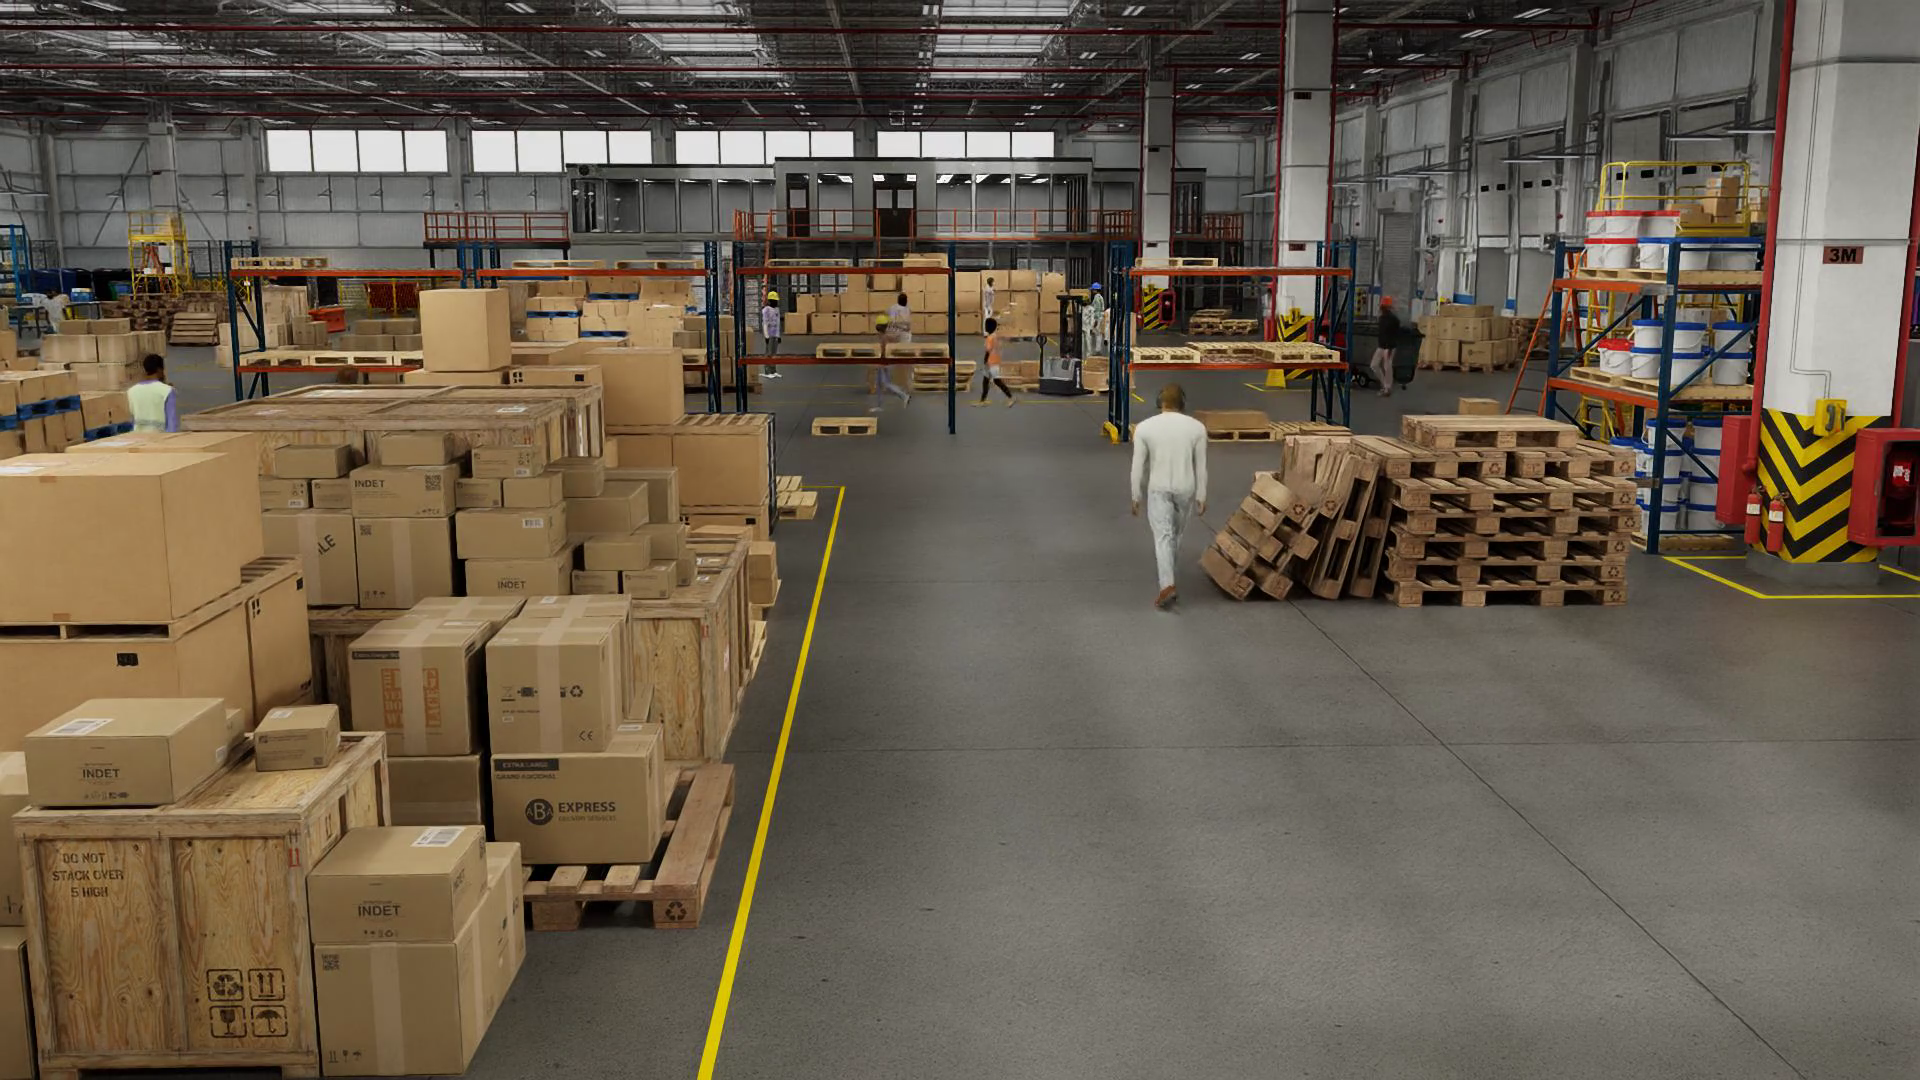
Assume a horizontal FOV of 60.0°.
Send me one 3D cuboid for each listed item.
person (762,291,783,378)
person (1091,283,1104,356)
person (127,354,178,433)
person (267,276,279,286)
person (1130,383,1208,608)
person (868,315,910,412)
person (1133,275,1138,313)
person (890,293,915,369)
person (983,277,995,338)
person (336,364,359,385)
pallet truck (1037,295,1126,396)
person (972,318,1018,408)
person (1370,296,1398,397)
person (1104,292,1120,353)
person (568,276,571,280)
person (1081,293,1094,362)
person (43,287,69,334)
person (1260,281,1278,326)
[{"bbox_3d":[-4.187,-4.586,37.182,0.375,1.929,0.585,5,11,25],"label":"person"},{"bbox_3d":[3.648,-5.868,44.267,0.387,1.948,0.602,1,10,5],"label":"person"},{"bbox_3d":[-8.309,-0.998,17.351,0.609,1.865,0.966,2,10,13],"label":"person"},{"bbox_3d":[-21.254,-7.229,51.588,0.612,2.043,0.374,-2,10,-10],"label":"person"},{"bbox_3d":[1.776,-0.386,14.049,0.654,1.857,1.161,0,10,-2],"label":"person"},{"bbox_3d":[-1.277,-3.136,29.626,0.684,1.745,0.528,-2,10,-9],"label":"person"},{"bbox_3d":[6.776,-9.652,65.241,0.612,1.987,0.401,-7,13,-36],"label":"person"},{"bbox_3d":[-1.441,-5.015,39.905,0.632,1.815,0.867,-9,13,-40],"label":"person"},{"bbox_3d":[0.911,-7.306,52.353,0.368,1.932,0.623,0,10,2],"label":"person"},{"bbox_3d":[-6.244,-0.874,16.861,0.623,1.802,0.401,-8,13,-39],"label":"person"},{"bbox_3d":[2.483,-3.881,33.060,1.885,1.965,0.823,-7,13,-36],"label":"pallet truck"},{"bbox_3d":[0.661,-3.226,30.361,0.846,1.665,0.539,2,10,11],"label":"person"},{"bbox_3d":[8.283,-3.757,32.415,0.447,1.976,0.659,-3,11,-15],"label":"person"},{"bbox_3d":[3.424,-4.503,36.763,0.587,1.919,0.402,-7,12,-32],"label":"person"},{"bbox_3d":[-17.715,-11.476,75.794,0.589,1.859,0.880,0,10,1],"label":"person"},{"bbox_3d":[3.136,-5.350,41.976,0.484,1.735,0.311,8,13,37],"label":"person"},{"bbox_3d":[-23.979,-5.789,44.152,0.575,1.828,0.484,-2,10,-10],"label":"person"},{"bbox_3d":[8.778,-6.337,46.960,0.550,1.921,0.569,7,12,33],"label":"person"}]
